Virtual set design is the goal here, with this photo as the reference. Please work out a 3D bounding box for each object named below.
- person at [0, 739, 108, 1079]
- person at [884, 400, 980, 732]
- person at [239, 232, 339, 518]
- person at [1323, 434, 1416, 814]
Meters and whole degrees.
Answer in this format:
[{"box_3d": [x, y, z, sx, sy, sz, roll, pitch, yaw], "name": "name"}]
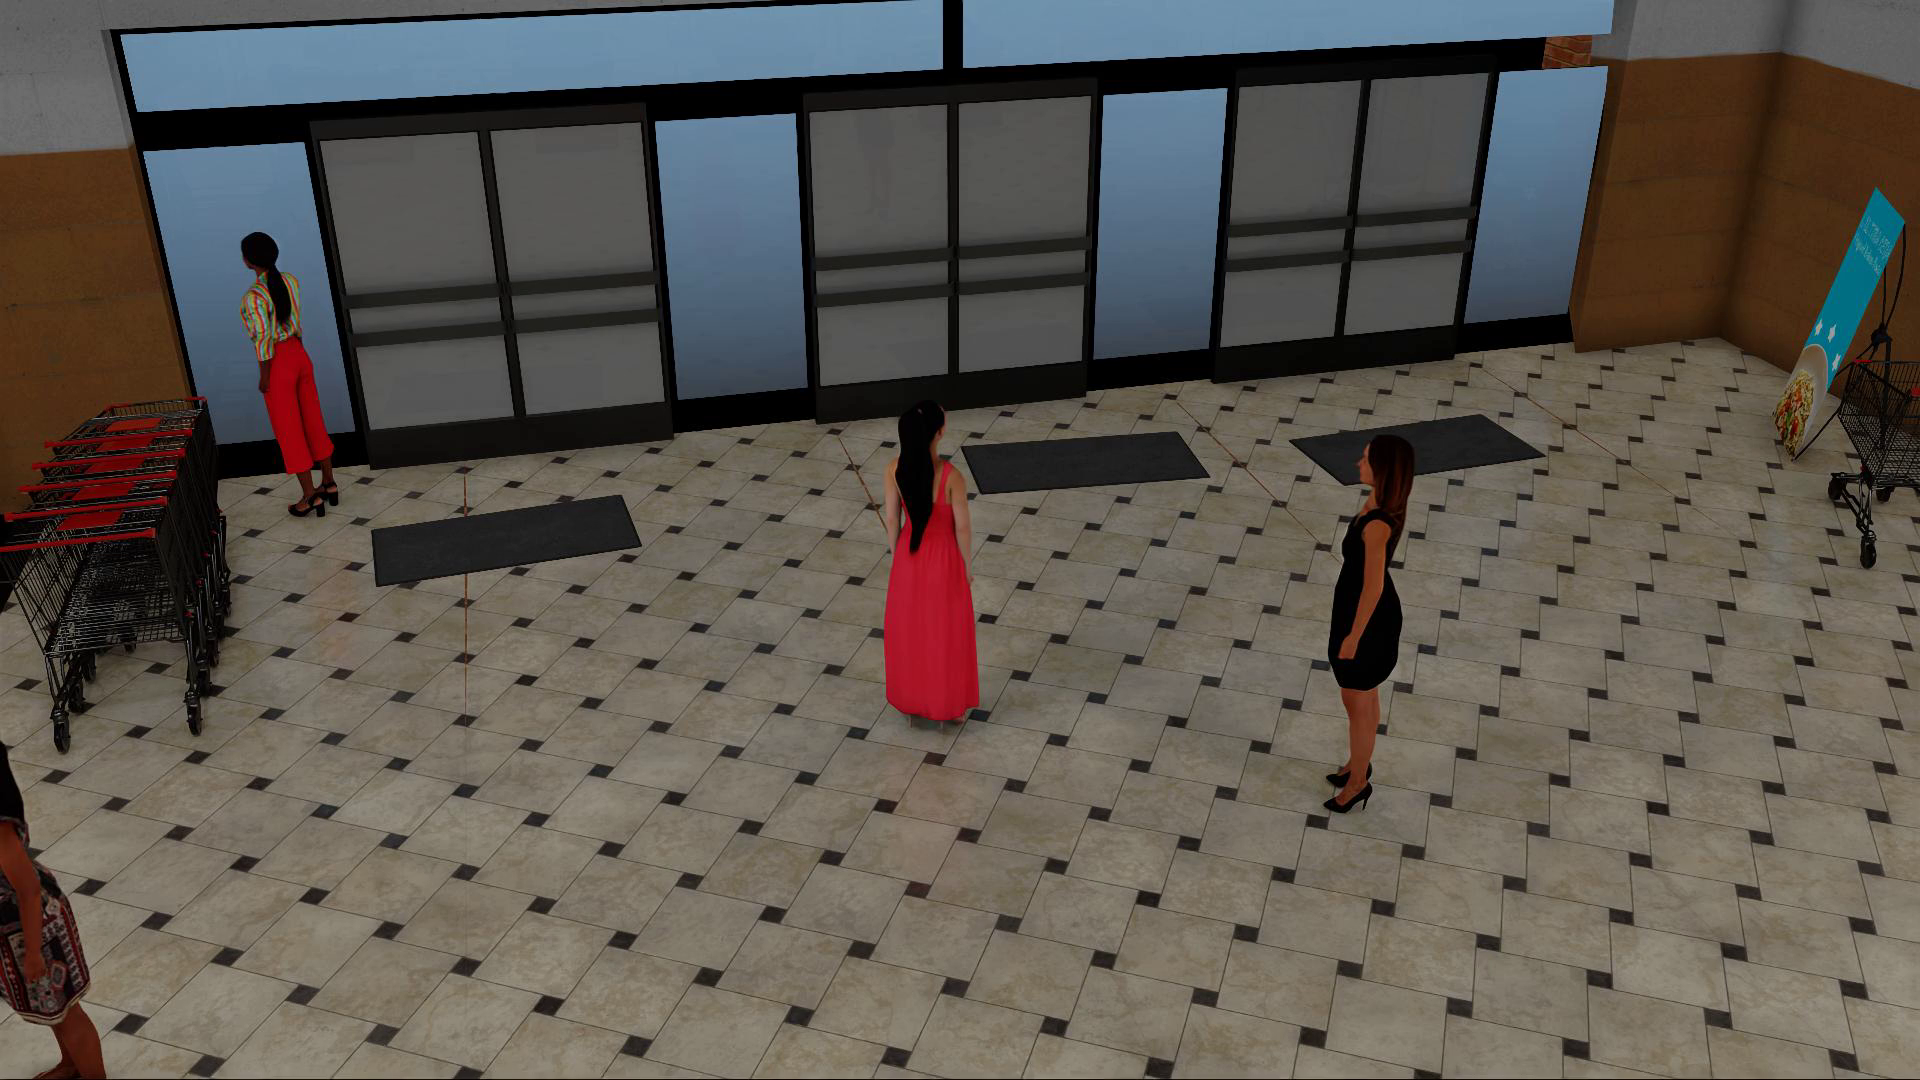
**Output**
[{"box_3d": [-3.209, 1.309, 5.708, 0.784, 1.645, 0.633, -21, 34, -36], "name": "person"}, {"box_3d": [-0.148, 0.137, 7.928, 0.715, 1.727, 0.751, 10, 29, 19], "name": "person"}, {"box_3d": [-4.085, -0.993, 10.084, 0.745, 1.792, 0.642, 8, 28, 15], "name": "person"}, {"box_3d": [1.783, 0.388, 7.314, 0.730, 1.834, 0.635, 9, 28, 17], "name": "person"}]
